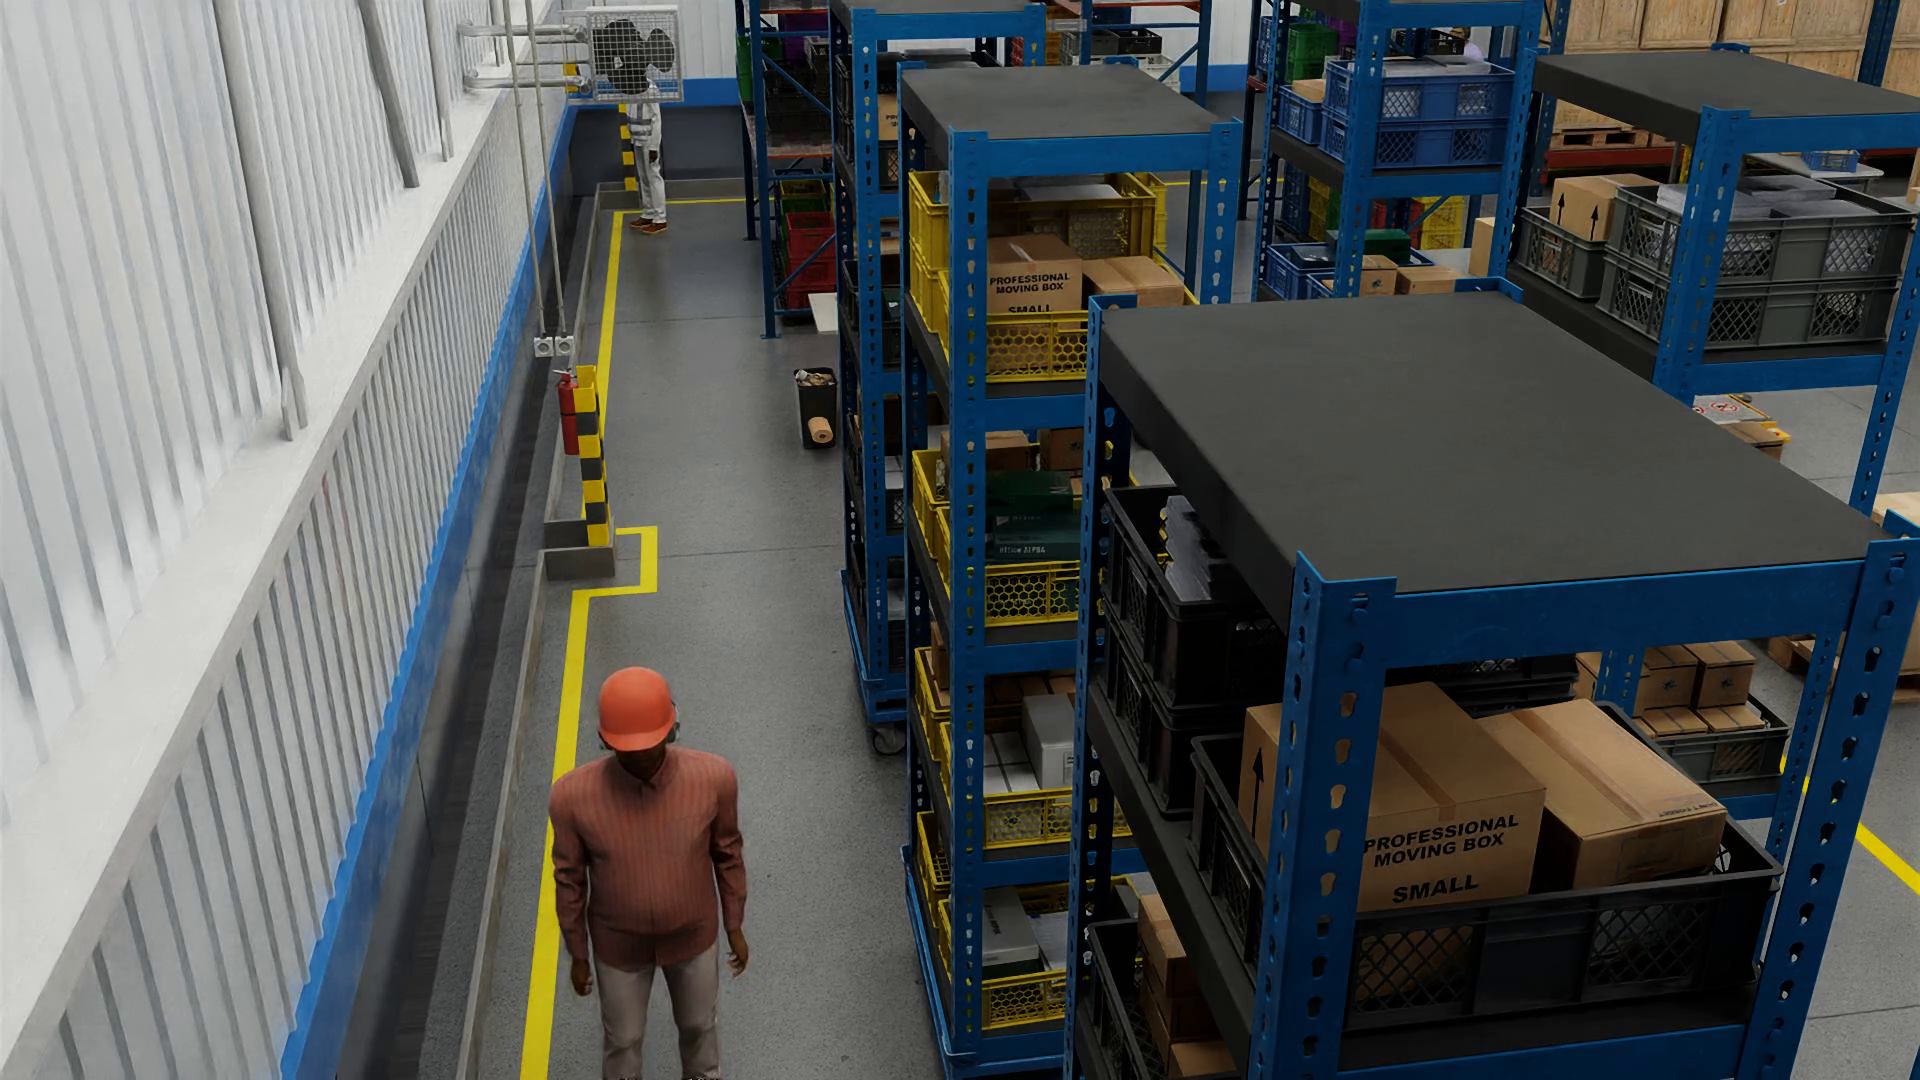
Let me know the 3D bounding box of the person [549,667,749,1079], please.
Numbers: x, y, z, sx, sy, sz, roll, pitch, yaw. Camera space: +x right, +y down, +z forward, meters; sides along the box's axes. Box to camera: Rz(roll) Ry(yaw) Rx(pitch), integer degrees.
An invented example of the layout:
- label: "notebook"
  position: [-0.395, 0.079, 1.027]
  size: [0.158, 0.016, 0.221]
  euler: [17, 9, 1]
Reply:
- label: "person"
  position: [-0.984, 1.289, 5.417]
  size: [0.612, 1.994, 0.395]
  euler: [-7, 26, -15]

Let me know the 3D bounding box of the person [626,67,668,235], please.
- label: "person"
  position: [-3.303, -4.162, 17.395]
  size: [0.348, 1.884, 0.584]
  euler: [-16, 29, -30]
